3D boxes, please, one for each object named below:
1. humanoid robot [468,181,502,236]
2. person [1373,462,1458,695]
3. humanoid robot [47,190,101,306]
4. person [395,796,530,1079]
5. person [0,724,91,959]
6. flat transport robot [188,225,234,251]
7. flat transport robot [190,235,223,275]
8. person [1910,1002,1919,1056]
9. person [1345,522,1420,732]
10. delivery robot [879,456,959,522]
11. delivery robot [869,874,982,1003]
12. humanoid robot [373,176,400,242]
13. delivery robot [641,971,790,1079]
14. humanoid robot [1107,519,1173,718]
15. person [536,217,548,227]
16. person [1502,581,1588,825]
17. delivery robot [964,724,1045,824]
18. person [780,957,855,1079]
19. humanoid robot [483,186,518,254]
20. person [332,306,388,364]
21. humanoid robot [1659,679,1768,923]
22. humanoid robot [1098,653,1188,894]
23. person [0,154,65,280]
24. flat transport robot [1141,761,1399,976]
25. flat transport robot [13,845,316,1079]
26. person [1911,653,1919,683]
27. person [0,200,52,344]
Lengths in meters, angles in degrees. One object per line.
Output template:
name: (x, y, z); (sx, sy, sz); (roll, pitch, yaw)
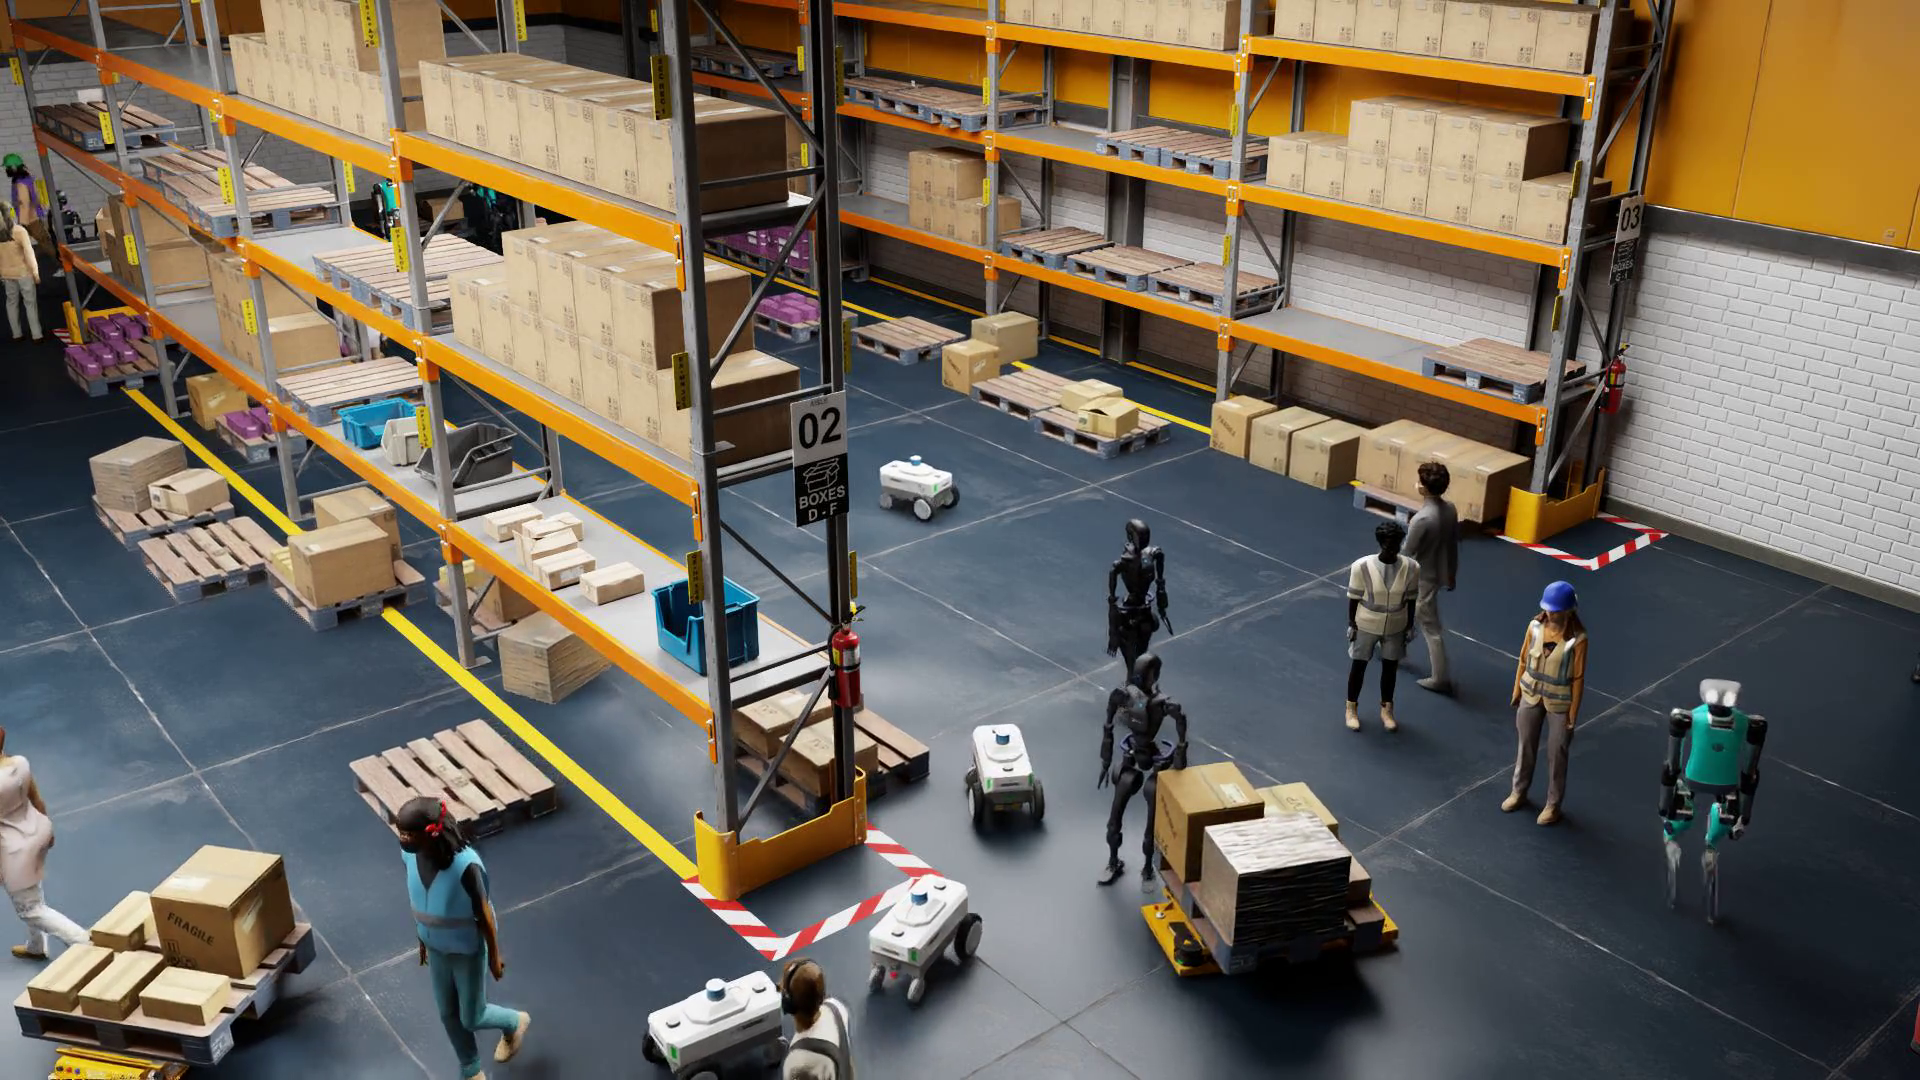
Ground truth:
humanoid robot: (-7.686, -5.742, 27.165); (0.540, 1.838, 0.747); (-21, 31, -39)
person: (3.571, 0.257, 13.053); (0.574, 1.843, 0.986); (-19, 30, -37)
humanoid robot: (-12.485, -4.095, 23.352); (0.597, 1.654, 0.402); (5, 24, 11)
person: (-2.620, 2.125, 8.740); (0.537, 1.847, 0.538); (9, 25, 19)
person: (-5.404, 1.810, 9.735); (0.705, 1.629, 0.473); (2, 23, 5)
flat transport robot: (-10.974, -3.807, 24.458); (1.431, 0.231, 0.659); (-10, 25, -22)
flat transport robot: (-10.762, -3.365, 23.435); (1.431, 0.231, 0.659); (4, 24, 10)
person: (5.509, 2.043, 9.023); (0.311, 1.768, 0.522); (17, 29, 35)
person: (3.126, 0.638, 12.374); (0.532, 1.691, 0.319); (0, 23, 0)
delivery robot: (-0.412, -0.524, 16.518); (0.796, 0.612, 0.499); (14, 27, 30)
delivery robot: (-0.232, 2.326, 9.909); (0.499, 0.604, 0.808); (12, 26, 25)
humanoid robot: (-8.060, -4.466, 23.972); (0.533, 1.671, 0.735); (-12, 26, -25)
delivery robot: (-1.330, 2.673, 9.086); (0.785, 0.589, 0.499); (-15, 27, -31)
humanoid robot: (1.339, 0.607, 12.469); (0.587, 1.649, 0.458); (-17, 28, -34)
person: (-5.131, -3.042, 20.619); (0.412, 1.913, 0.646); (8, 24, 17)
person: (3.961, 1.088, 11.233); (0.323, 1.771, 0.472); (-22, 31, -40)
delivery robot: (0.290, 1.596, 11.576); (0.514, 0.585, 0.732); (-3, 24, -6)
person: (-0.660, 2.679, 7.484); (0.442, 1.828, 0.481); (0, 23, 0)
humanoid robot: (-7.027, -5.027, 25.517); (0.591, 1.647, 0.416); (-8, 25, -17)
person: (-6.894, -2.315, 19.138); (0.584, 1.739, 0.388); (-15, 27, -30)
humanoid robot: (4.521, 1.587, 10.194); (0.563, 1.824, 0.700); (7, 24, 15)
humanoid robot: (1.148, 1.470, 10.466); (0.616, 1.653, 0.371); (12, 26, 26)
person: (-13.859, -4.789, 24.699); (0.993, 1.879, 0.559); (-16, 28, -32)
flat transport robot: (1.906, 2.324, 10.263); (1.431, 0.231, 0.659); (-6, 24, -14)
flat transport robot: (-4.474, 2.711, 9.366); (0.659, 0.231, 1.431); (5, 24, 12)
person: (7.804, 0.261, 12.960); (0.546, 1.923, 0.386); (15, 27, 31)
person: (-12.320, -3.485, 21.709); (0.550, 1.870, 0.390); (3, 24, 8)
